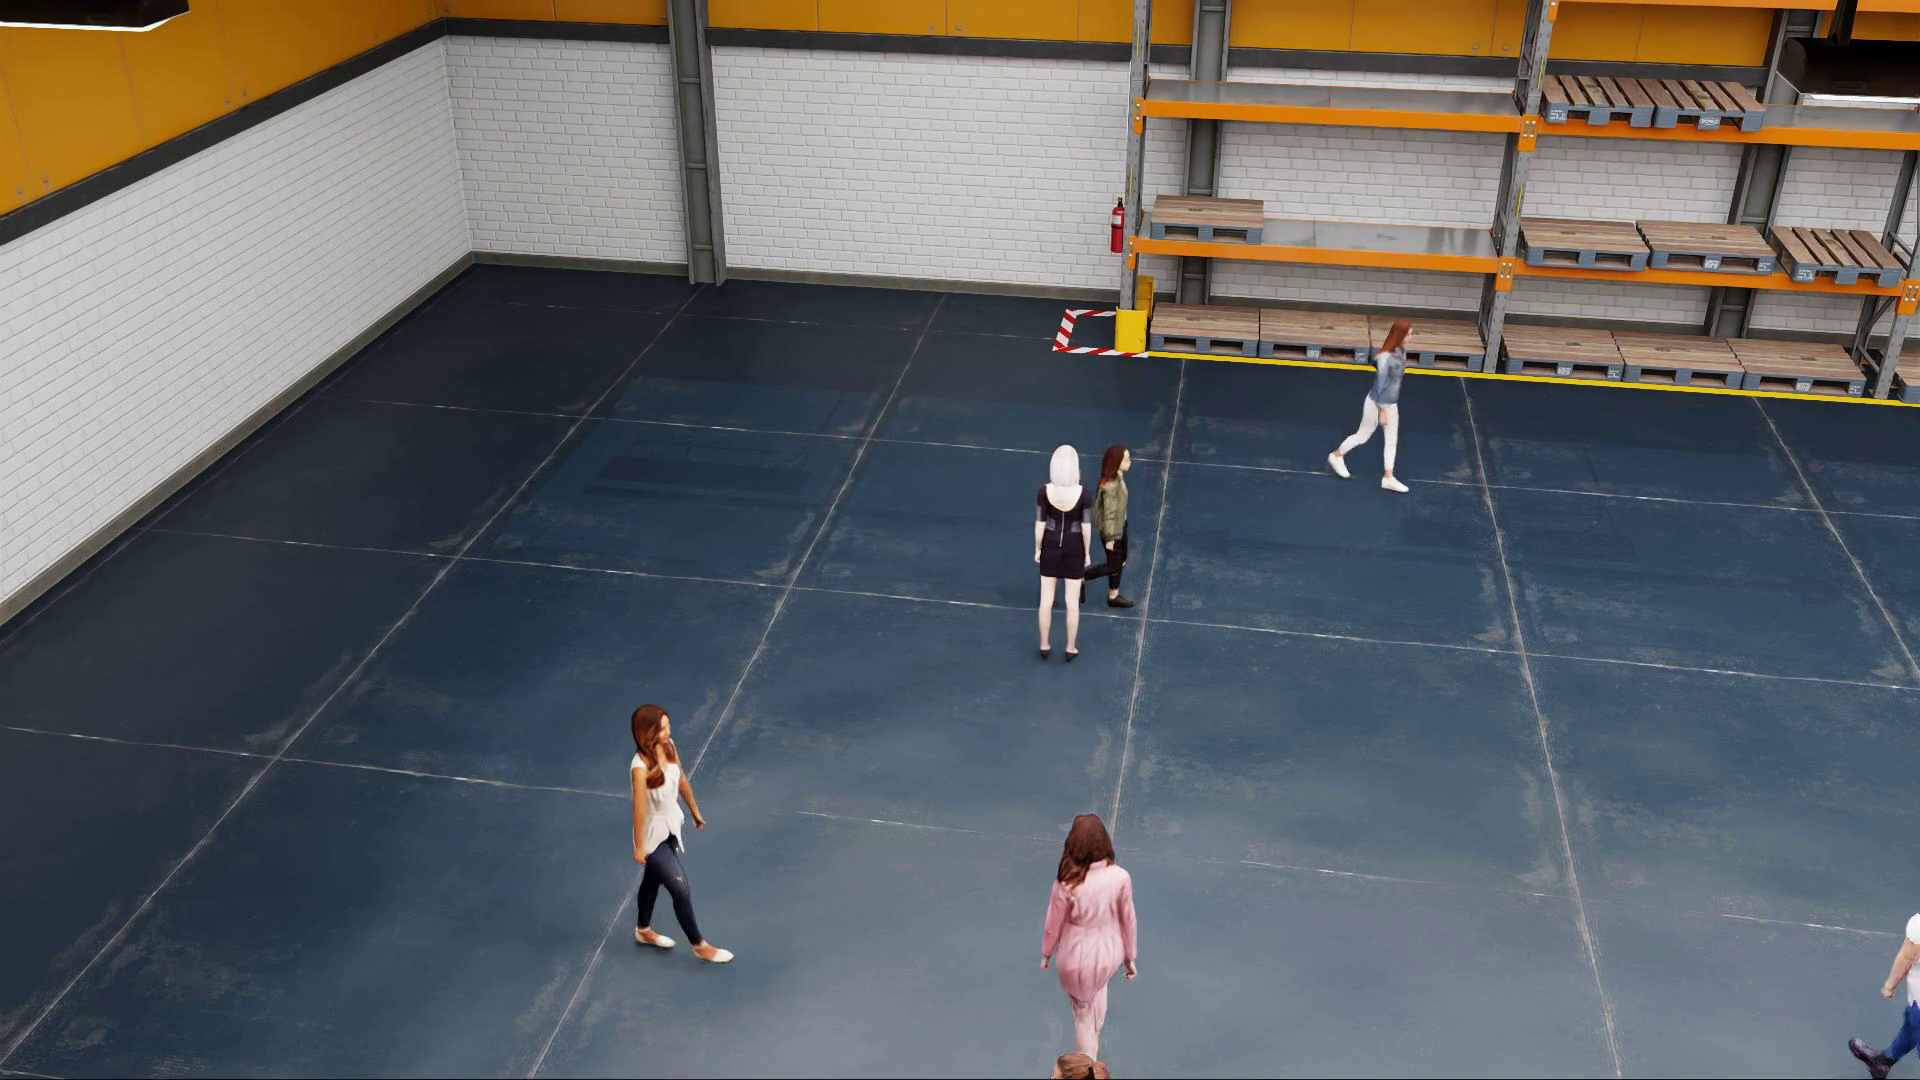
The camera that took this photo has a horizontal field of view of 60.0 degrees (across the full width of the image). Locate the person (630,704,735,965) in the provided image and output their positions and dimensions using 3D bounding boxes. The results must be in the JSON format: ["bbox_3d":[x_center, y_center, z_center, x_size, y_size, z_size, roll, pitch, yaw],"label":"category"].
[{"bbox_3d":[-1.864,1.720,9.823,0.917,1.763,0.670,7,29,13],"label":"person"}]

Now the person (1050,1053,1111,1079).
[{"bbox_3d":[0.612,3.014,7.514,0.801,1.702,0.696,8,30,15],"label":"person"}]

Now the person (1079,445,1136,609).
[{"bbox_3d":[1.167,-0.085,13.444,0.798,1.463,0.649,8,30,15],"label":"person"}]

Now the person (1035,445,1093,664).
[{"bbox_3d":[0.782,0.117,12.691,0.410,1.831,0.631,4,29,8],"label":"person"}]

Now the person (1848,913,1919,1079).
[{"bbox_3d":[5.126,2.438,8.632,0.987,1.642,0.926,-3,29,-5],"label":"person"}]

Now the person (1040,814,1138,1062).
[{"bbox_3d":[0.708,2.273,8.787,0.762,1.783,0.834,-6,29,-11],"label":"person"}]

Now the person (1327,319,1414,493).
[{"bbox_3d":[3.815,-1.268,15.402,0.988,1.664,1.143,-25,37,-38],"label":"person"}]
